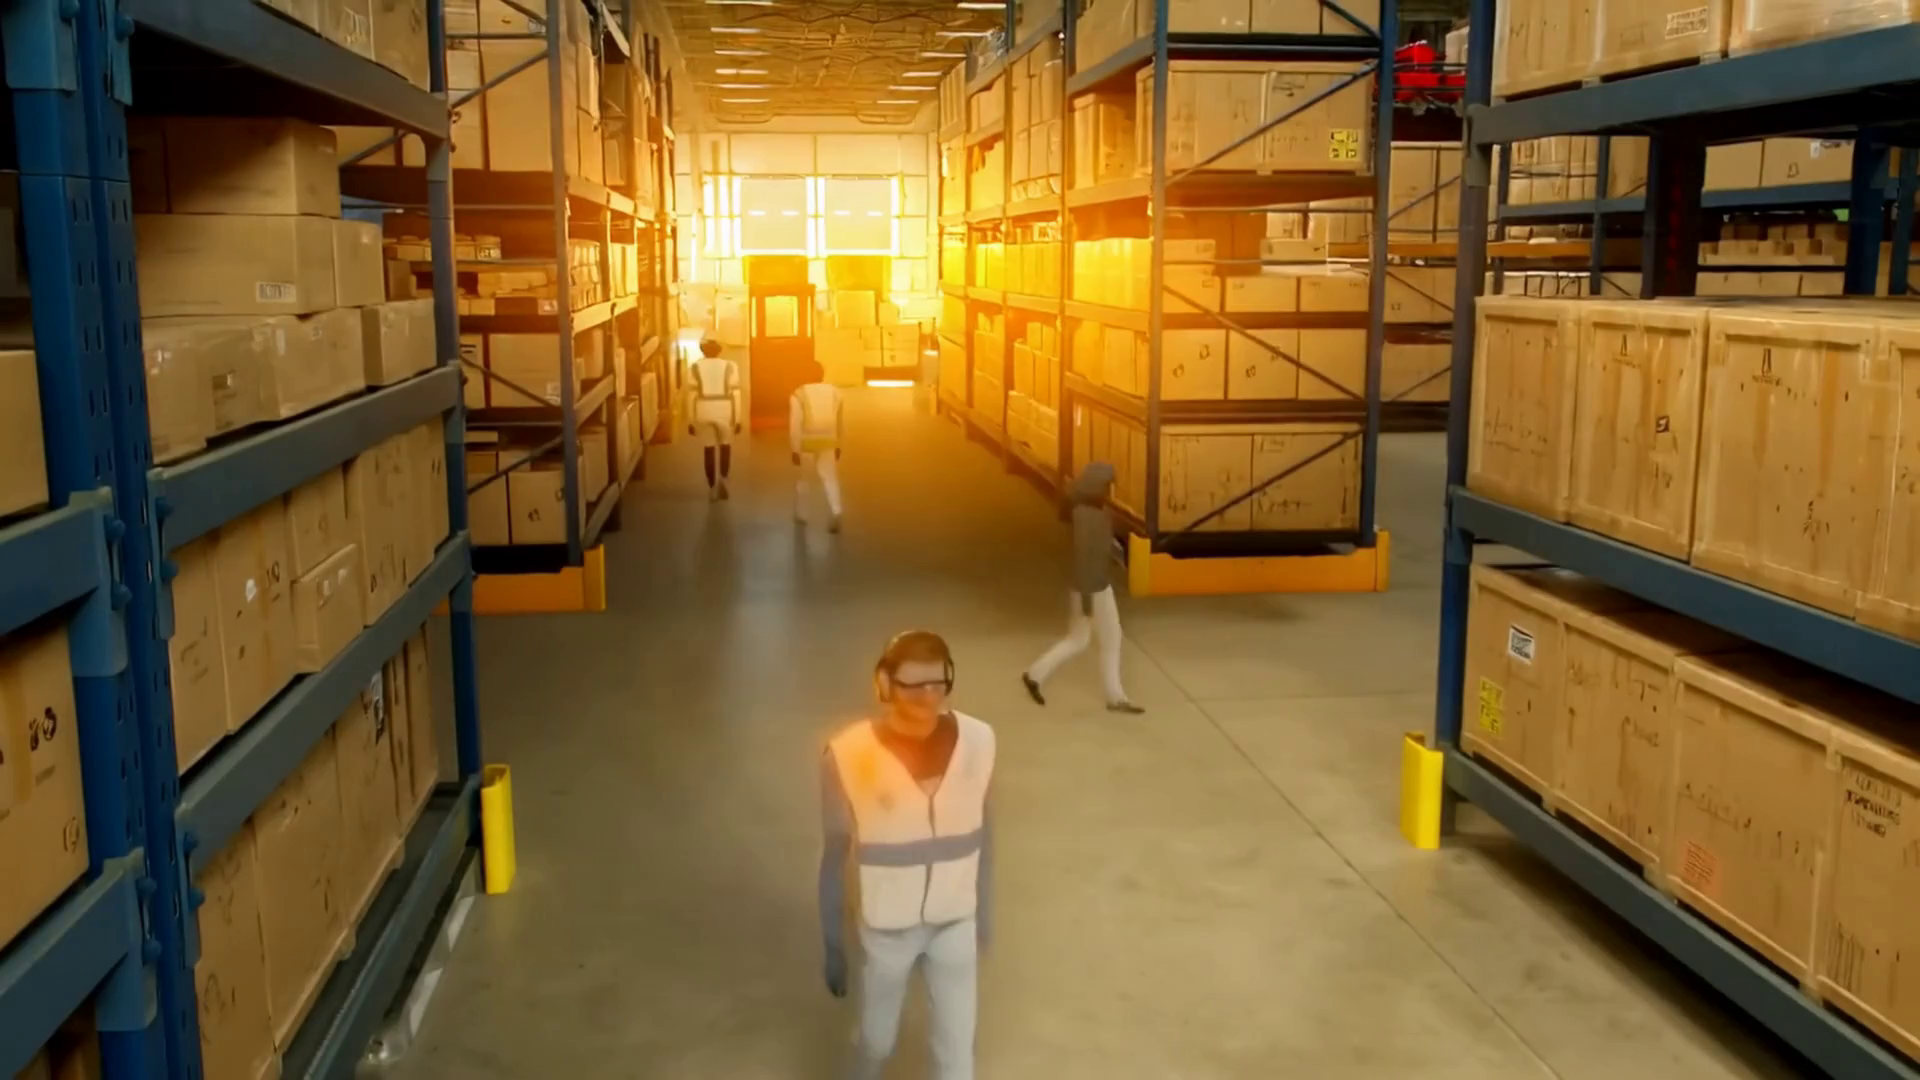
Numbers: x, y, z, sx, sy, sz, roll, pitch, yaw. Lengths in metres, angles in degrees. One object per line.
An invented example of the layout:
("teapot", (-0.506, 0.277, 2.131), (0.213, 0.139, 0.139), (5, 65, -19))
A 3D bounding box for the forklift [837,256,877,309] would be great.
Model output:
("forklift", (-3.654, -8.205, 56.335), (1.129, 2.768, 1.873), (-6, 12, -33))

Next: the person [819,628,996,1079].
("person", (-0.172, 1.136, 5.061), (0.575, 1.816, 0.841), (-5, 11, -25))

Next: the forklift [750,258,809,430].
("forklift", (-2.978, -3.311, 27.840), (1.129, 2.768, 1.873), (-1, 10, -7))

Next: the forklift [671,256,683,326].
("forklift", (-11.356, -9.574, 64.303), (1.129, 2.768, 1.873), (-1, 10, -7))

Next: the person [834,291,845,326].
("person", (-3.172, -5.864, 45.538), (0.590, 1.910, 0.388), (-4, 11, -22))

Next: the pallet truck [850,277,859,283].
("pallet truck", (-3.782, -9.391, 65.808), (1.885, 1.965, 0.823), (2, 10, 10))

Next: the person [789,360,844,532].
("person", (-1.484, -0.983, 17.431), (0.637, 1.806, 0.931), (-5, 11, -29))

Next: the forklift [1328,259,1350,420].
("forklift", (4.701, -2.373, 22.383), (1.129, 2.768, 1.873), (2, 10, 10))

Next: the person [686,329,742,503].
("person", (-2.874, -1.445, 19.455), (0.645, 2.027, 0.477), (-1, 10, -6))

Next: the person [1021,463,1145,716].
("person", (0.782, 0.304, 10.465), (0.736, 1.609, 0.504), (4, 11, 24))
